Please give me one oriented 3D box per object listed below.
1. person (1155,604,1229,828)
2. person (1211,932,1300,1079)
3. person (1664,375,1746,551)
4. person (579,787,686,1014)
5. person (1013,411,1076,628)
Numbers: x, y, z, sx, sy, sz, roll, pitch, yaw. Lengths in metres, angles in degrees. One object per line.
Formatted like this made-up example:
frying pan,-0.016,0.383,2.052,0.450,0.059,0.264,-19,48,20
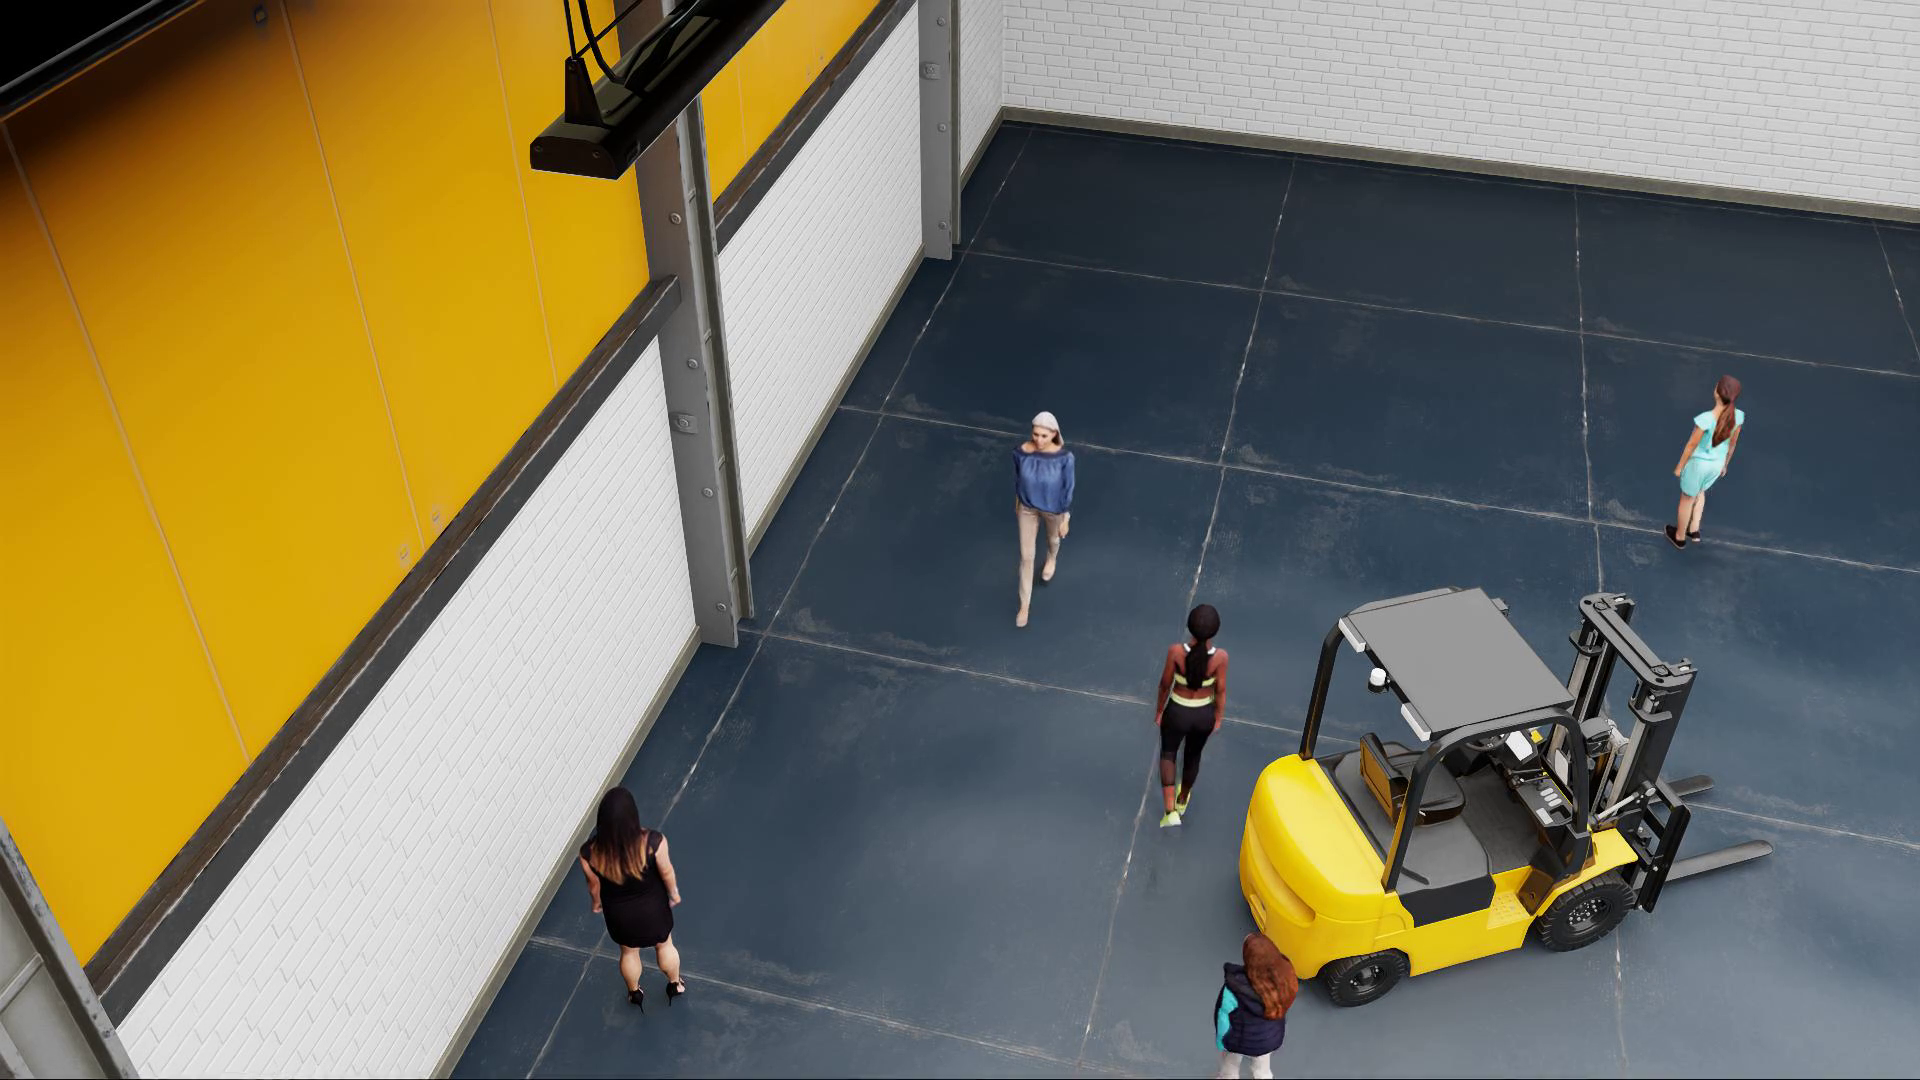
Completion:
person,1.424,1.167,10.368,0.632,1.737,0.838,6,39,7
person,1.562,2.623,8.742,0.802,1.491,0.917,-12,40,-14
person,5.701,-0.545,12.656,0.653,1.556,0.692,-6,39,-8
person,-1.810,2.034,9.297,0.746,1.718,0.746,-6,39,-7
person,0.629,-0.259,12.223,0.631,1.650,1.101,9,39,11
